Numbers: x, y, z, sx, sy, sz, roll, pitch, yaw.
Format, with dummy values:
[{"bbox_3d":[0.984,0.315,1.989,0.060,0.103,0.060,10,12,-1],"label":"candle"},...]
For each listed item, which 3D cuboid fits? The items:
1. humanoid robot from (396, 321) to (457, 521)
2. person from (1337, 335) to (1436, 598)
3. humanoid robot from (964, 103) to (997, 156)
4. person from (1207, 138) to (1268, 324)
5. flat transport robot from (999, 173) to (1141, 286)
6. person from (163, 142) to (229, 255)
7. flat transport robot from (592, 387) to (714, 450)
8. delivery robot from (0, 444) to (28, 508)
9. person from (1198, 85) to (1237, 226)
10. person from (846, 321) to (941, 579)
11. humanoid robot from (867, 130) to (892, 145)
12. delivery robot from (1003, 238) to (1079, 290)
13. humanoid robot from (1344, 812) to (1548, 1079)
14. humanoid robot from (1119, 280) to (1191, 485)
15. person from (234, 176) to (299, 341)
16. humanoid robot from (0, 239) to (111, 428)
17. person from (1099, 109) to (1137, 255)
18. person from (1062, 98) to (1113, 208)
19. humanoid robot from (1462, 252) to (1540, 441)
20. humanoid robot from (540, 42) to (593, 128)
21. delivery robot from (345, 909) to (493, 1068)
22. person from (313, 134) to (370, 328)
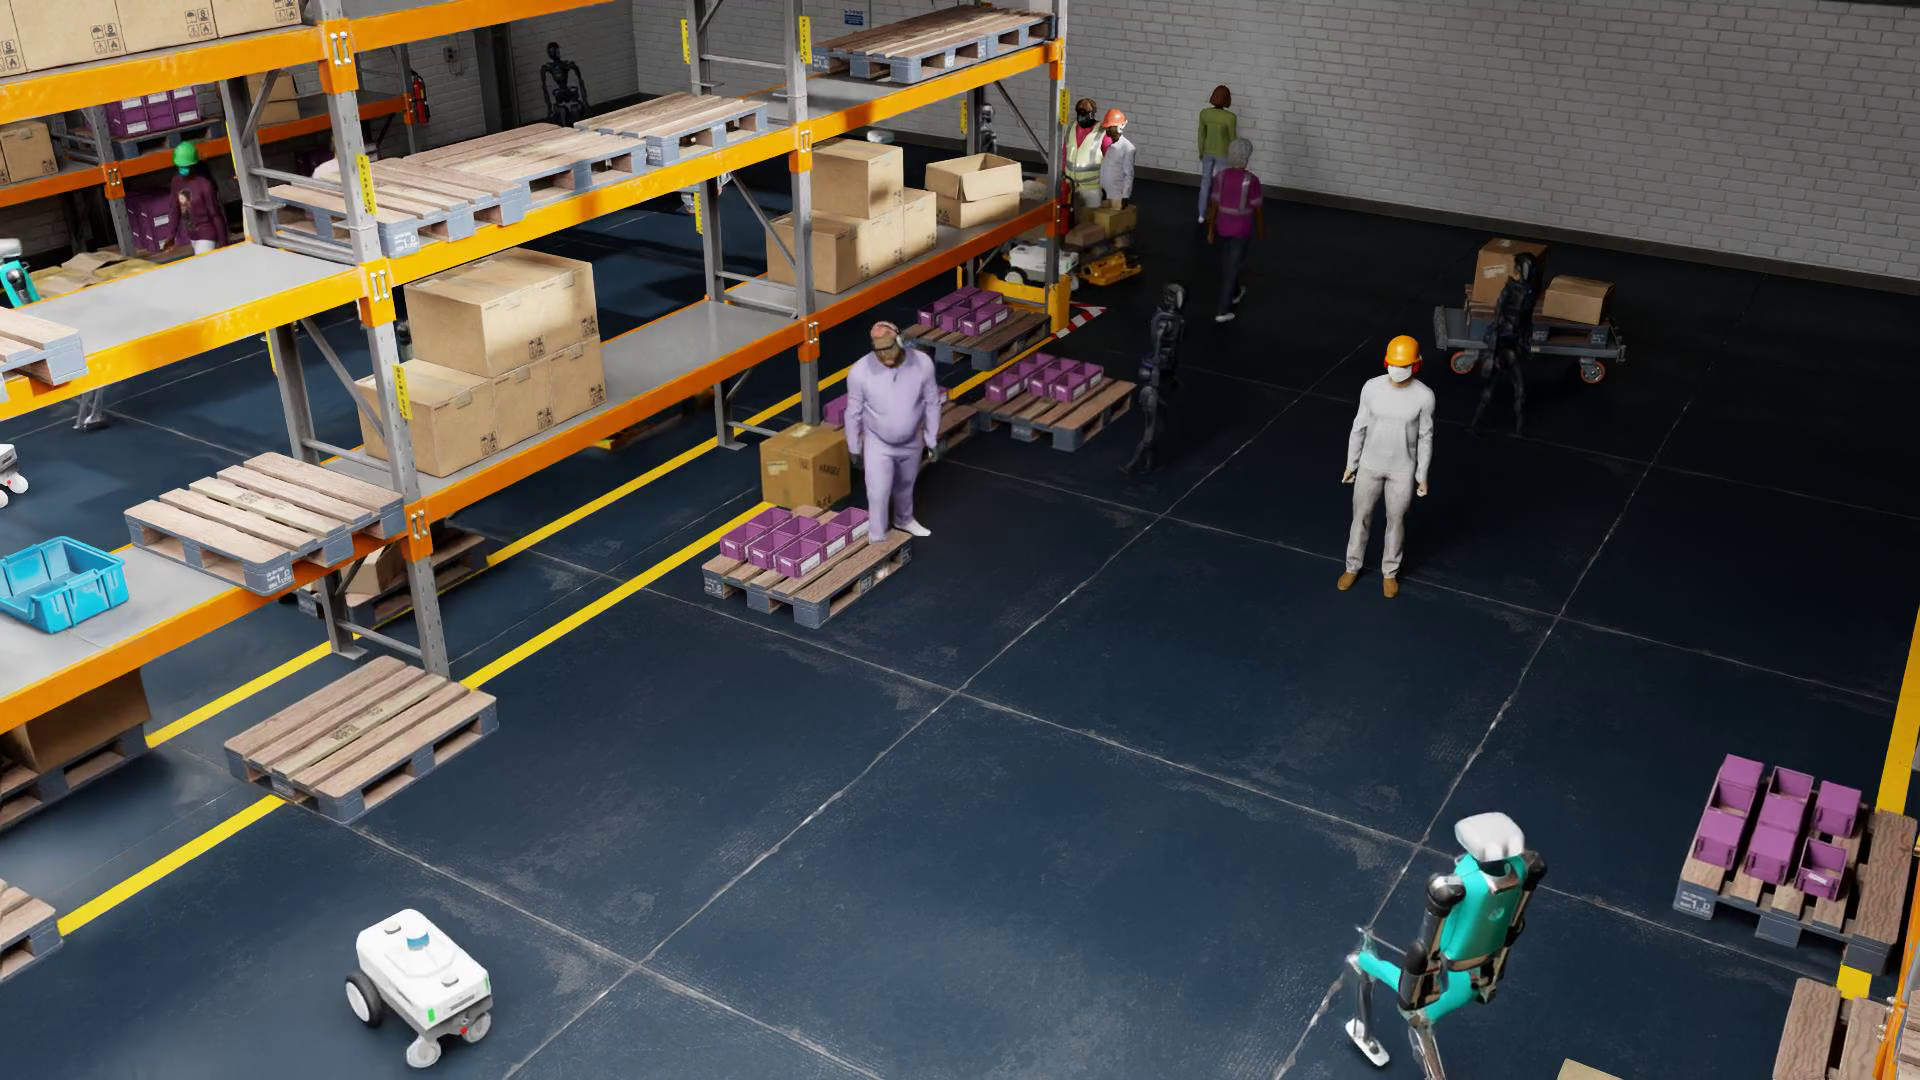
[{"bbox_3d":[-3.861,-1.093,12.772,0.559,1.808,0.891,1,27,3],"label":"humanoid robot"},{"bbox_3d":[2.930,-0.506,11.401,0.570,1.897,0.364,10,28,18],"label":"person"},{"bbox_3d":[0.219,-4.076,18.676,0.326,1.642,0.609,-19,32,-32],"label":"humanoid robot"},{"bbox_3d":[2.805,-3.125,16.658,0.511,1.808,0.899,21,34,36],"label":"person"},{"bbox_3d":[1.218,-3.092,18.291,1.431,0.231,0.659,22,34,36],"label":"flat transport robot"},{"bbox_3d":[-7.435,-2.955,16.242,0.518,1.878,1.020,16,31,28],"label":"person"},{"bbox_3d":[-2.796,-1.165,14.494,0.659,0.231,1.431,16,31,28],"label":"flat transport robot"},{"bbox_3d":[-7.761,-0.560,12.979,0.782,0.589,0.499,2,27,4],"label":"delivery robot"},{"bbox_3d":[3.032,-4.536,19.626,0.506,1.632,0.279,19,32,33],"label":"person"},{"bbox_3d":[-0.472,-0.720,11.882,0.673,1.855,0.829,-9,28,-17],"label":"person"},{"bbox_3d":[-0.635,-3.428,17.332,0.996,1.724,0.530,-19,32,-33],"label":"humanoid robot"},{"bbox_3d":[0.863,-2.886,17.589,0.816,0.613,0.499,12,29,22],"label":"delivery robot"},{"bbox_3d":[1.970,1.758,7.170,0.537,1.749,1.043,-10,29,-20],"label":"humanoid robot"},{"bbox_3d":[1.554,-1.257,13.125,0.428,1.644,0.610,11,29,20],"label":"humanoid robot"},{"bbox_3d":[-6.716,-2.797,16.068,0.324,1.751,0.559,2,27,3],"label":"person"},{"bbox_3d":[-7.472,-1.697,13.936,0.822,1.770,0.543,-18,32,-32],"label":"humanoid robot"},{"bbox_3d":[1.639,-3.793,18.030,0.325,1.751,0.562,-20,33,-34],"label":"person"},{"bbox_3d":[1.348,-3.877,18.101,0.635,1.841,0.429,18,32,31],"label":"person"},{"bbox_3d":[4.576,-1.578,13.771,0.608,1.628,0.672,-21,33,-35],"label":"humanoid robot"},{"bbox_3d":[-5.204,-5.834,22.156,0.637,1.619,0.555,0,27,1],"label":"humanoid robot"},{"bbox_3d":[-2.533,2.061,7.819,0.765,0.594,0.510,24,35,38],"label":"delivery robot"},{"bbox_3d":[-6.023,-3.142,16.600,0.620,1.885,1.007,-1,27,-3],"label":"person"}]
